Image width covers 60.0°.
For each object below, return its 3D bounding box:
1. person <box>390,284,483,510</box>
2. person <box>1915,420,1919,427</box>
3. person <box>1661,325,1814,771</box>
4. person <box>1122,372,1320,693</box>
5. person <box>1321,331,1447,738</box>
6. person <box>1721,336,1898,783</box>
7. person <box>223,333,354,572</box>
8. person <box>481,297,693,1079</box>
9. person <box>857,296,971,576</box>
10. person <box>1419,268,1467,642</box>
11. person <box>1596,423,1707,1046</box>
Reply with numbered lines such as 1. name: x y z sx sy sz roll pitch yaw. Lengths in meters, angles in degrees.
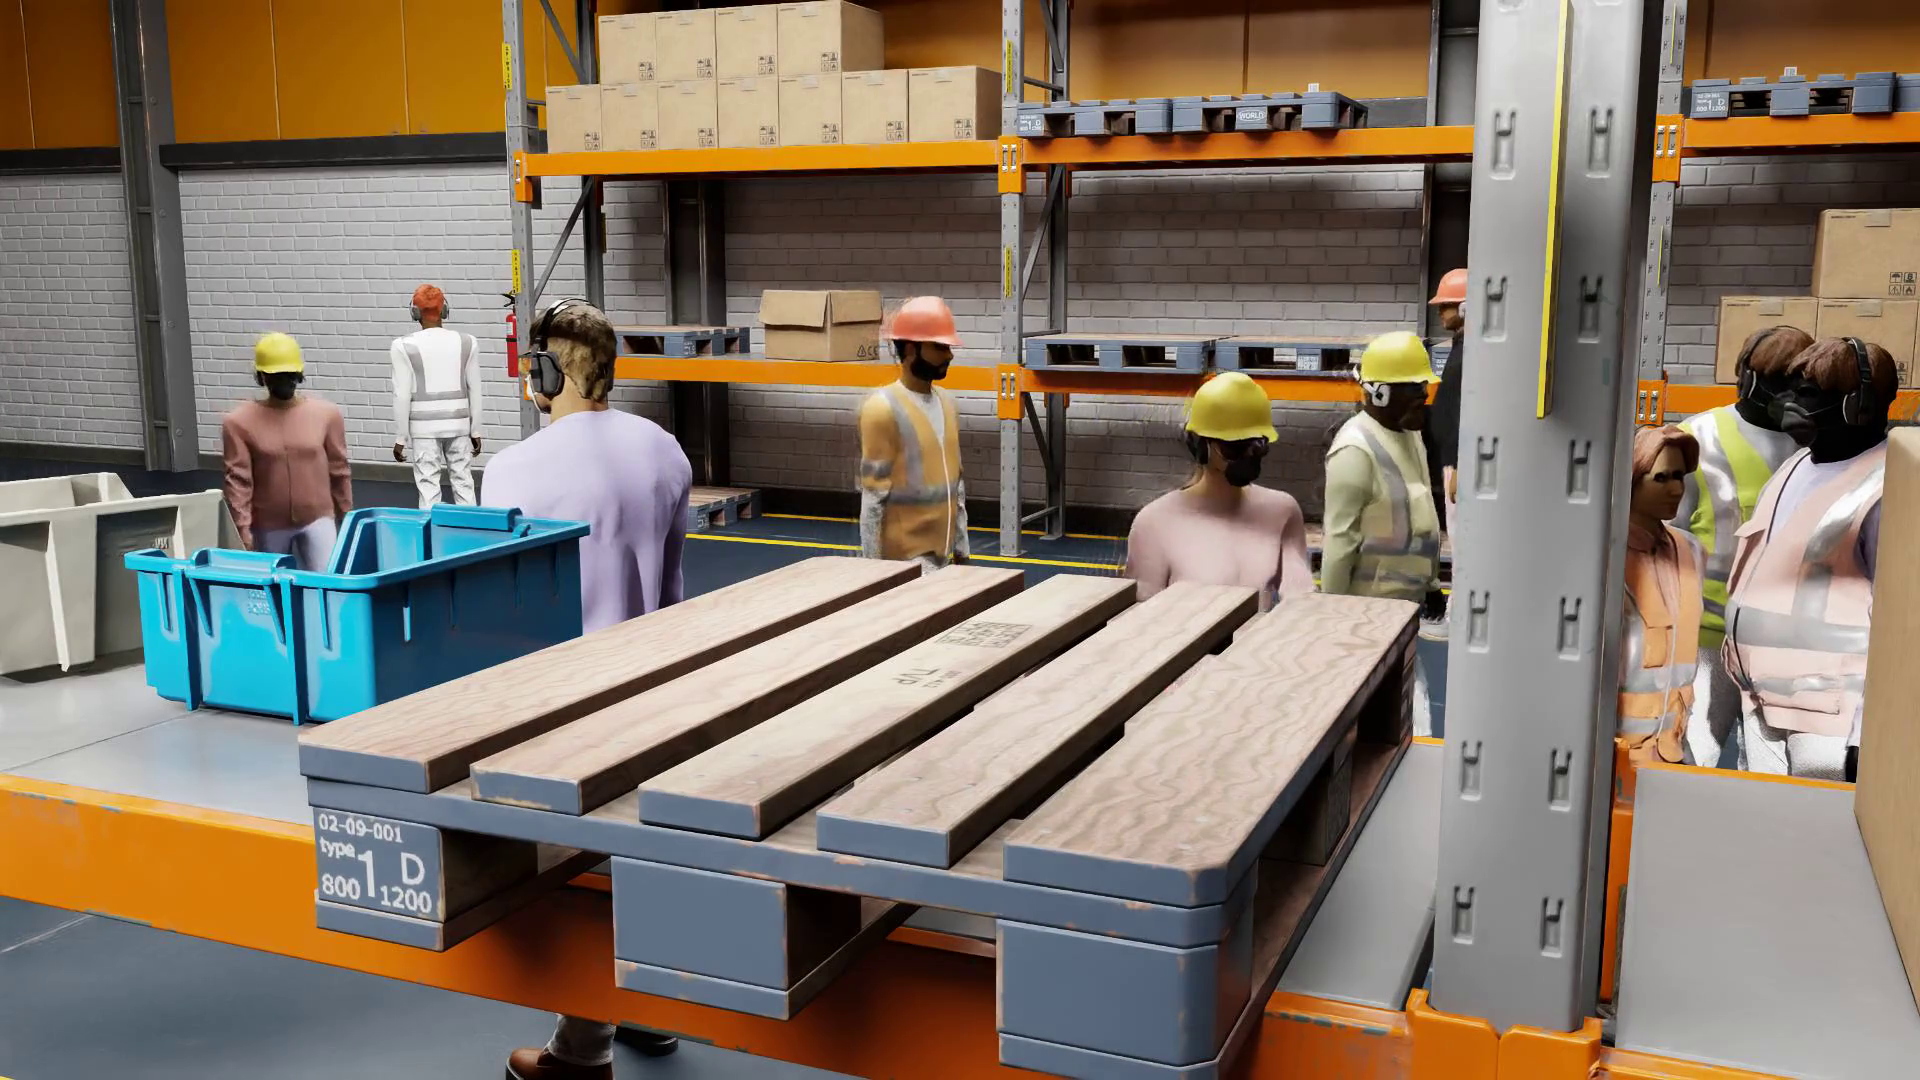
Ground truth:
1. person: -3.323 -0.679 10.598 0.574 1.887 0.355 -7 12 -36
2. person: 3.599 0.108 6.109 0.503 1.811 0.518 3 10 20
3. person: 2.368 0.285 4.970 0.622 1.843 0.429 -1 9 -3
4. person: 0.710 0.434 4.380 0.550 1.740 0.702 -5 11 -29
5. person: 1.450 0.148 5.955 0.864 1.797 0.595 5 11 29
6. person: 2.136 0.418 4.165 0.429 1.845 0.621 0 9 -1
7. person: -2.997 -0.069 7.483 0.545 1.710 0.954 -5 11 -25
8. person: -0.908 0.388 4.055 0.372 1.940 0.631 5 11 29
9. person: -0.170 0.001 6.489 0.887 1.905 0.557 6 11 33
10. person: 2.674 -0.449 8.908 0.397 1.990 0.620 3 10 15
11. person: 1.631 0.526 4.115 0.515 1.642 0.314 -5 11 -29
